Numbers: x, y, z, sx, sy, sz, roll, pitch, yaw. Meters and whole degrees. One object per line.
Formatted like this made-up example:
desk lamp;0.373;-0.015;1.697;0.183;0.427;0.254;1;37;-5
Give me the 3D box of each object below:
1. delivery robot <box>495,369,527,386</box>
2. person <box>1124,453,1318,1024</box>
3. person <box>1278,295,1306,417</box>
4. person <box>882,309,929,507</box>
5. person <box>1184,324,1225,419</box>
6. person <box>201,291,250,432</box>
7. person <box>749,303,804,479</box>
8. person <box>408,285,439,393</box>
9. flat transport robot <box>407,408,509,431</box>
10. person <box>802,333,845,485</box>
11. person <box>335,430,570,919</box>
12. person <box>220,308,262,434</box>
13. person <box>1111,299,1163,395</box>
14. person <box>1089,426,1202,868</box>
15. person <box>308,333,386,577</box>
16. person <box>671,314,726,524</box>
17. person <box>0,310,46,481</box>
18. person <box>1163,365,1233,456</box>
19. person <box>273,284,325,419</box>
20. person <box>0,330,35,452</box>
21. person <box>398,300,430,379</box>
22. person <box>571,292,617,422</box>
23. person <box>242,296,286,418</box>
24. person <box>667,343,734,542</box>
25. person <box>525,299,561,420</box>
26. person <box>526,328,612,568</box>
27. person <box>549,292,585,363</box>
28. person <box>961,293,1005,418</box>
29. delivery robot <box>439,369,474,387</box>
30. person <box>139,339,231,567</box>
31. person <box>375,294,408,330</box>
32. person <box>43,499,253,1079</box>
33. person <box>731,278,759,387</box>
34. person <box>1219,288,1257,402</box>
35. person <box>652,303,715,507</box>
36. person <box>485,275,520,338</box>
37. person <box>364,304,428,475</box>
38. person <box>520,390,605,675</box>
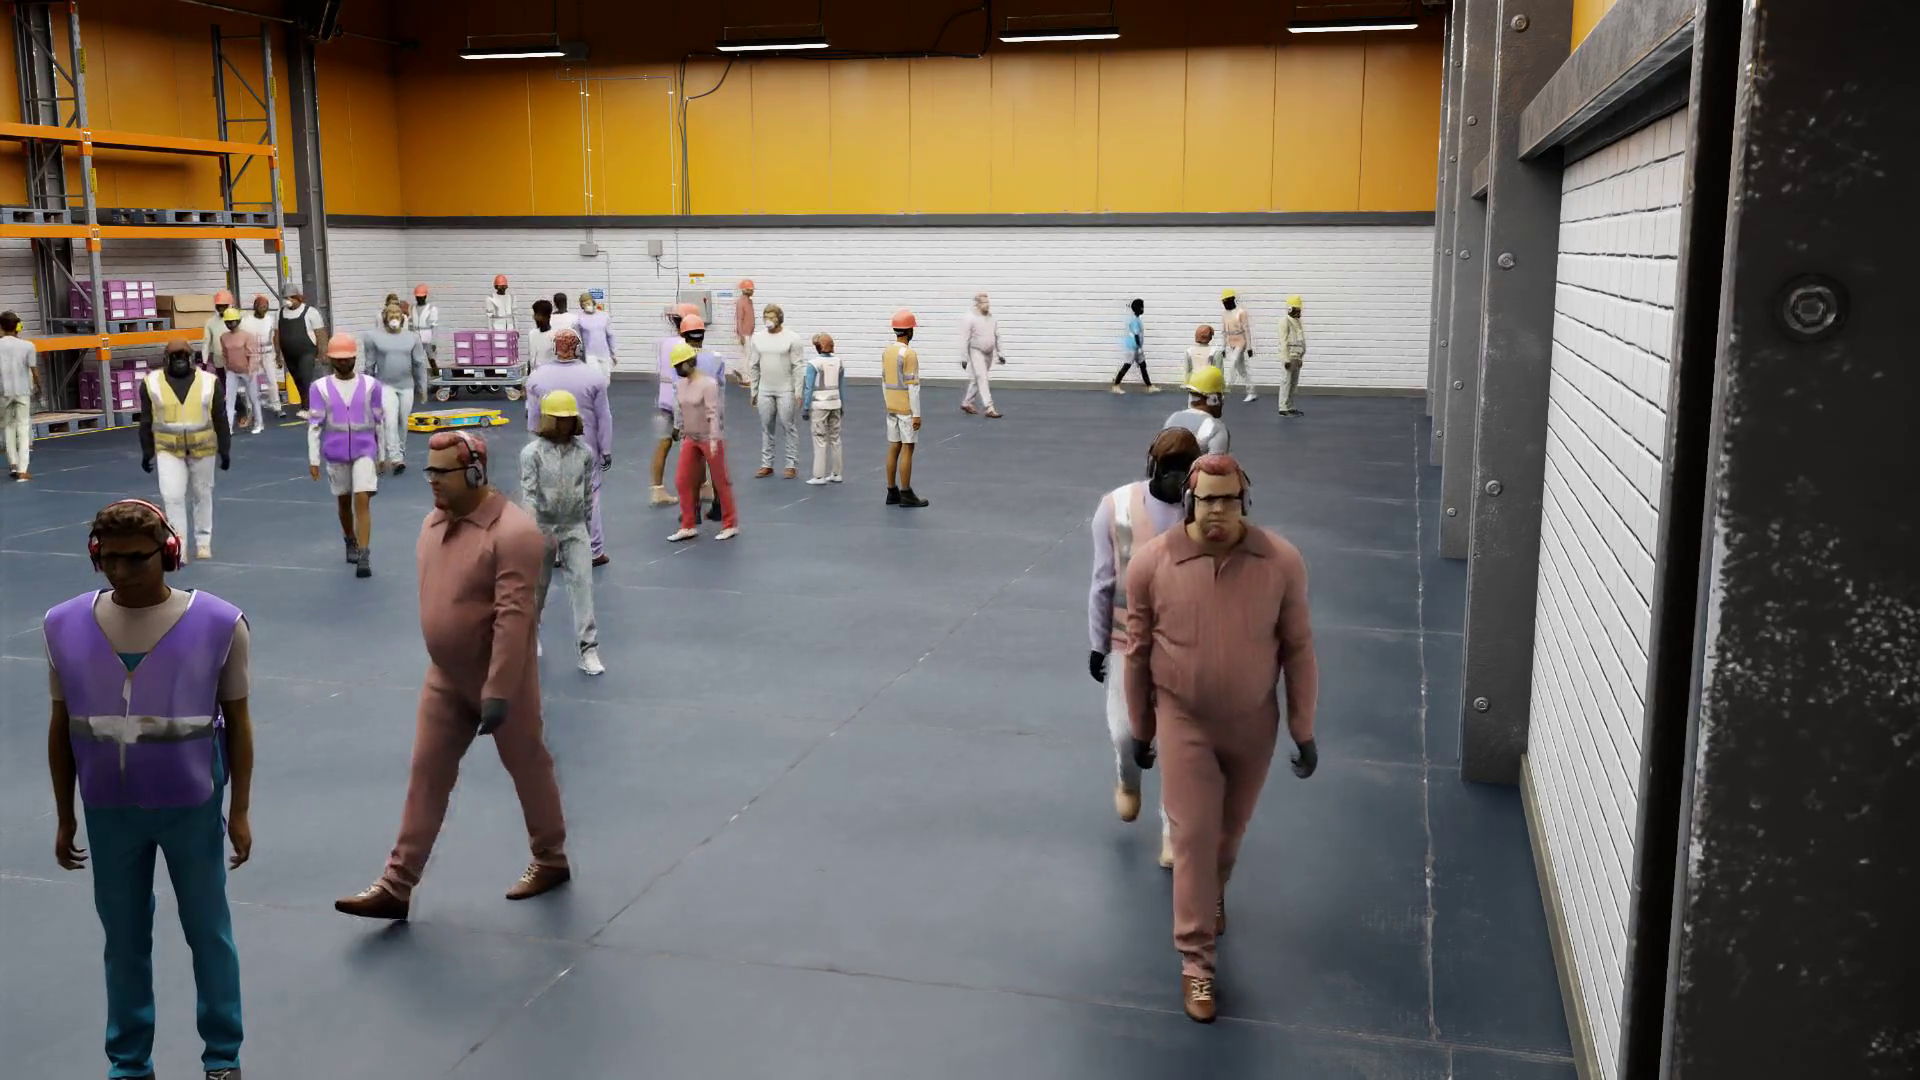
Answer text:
delivery robot;-7.957;-2.900;29.113;0.707;0.478;0.477;-5;11;-26
person;0.902;0.609;5.831;0.653;1.867;0.971;0;10;-2
person;4.983;-2.747;24.951;0.403;1.821;0.623;7;12;34
person;-0.541;-1.291;16.339;0.349;1.940;0.551;-7;12;-33
person;2.870;-1.714;19.592;0.513;1.640;0.307;6;12;32
person;-10.167;-2.493;23.156;0.622;1.951;1.011;1;10;6
person;-2.022;-1.638;18.317;0.635;1.936;0.354;3;10;17
person;-9.272;-3.430;28.613;0.548;1.880;0.998;2;10;10
flat transport robot;-7.149;-1.705;23.411;0.652;0.197;1.431;8;13;39
person;-1.446;-1.405;17.861;0.312;1.633;0.524;9;14;42
person;-1.893;0.530;6.271;0.647;1.862;0.972;6;12;31
person;-9.733;-2.256;22.436;0.534;1.717;0.898;1;10;6
person;3.027;-3.316;28.636;0.890;1.644;0.549;2;10;12
person;0.852;0.424;6.951;0.637;1.828;0.538;1;10;3
person;-4.823;-0.689;13.106;0.566;1.886;1.013;-4;11;-20
person;-2.427;-1.111;15.365;0.542;1.927;0.374;-8;13;-38
person;-10.323;-1.576;18.193;0.570;1.851;0.551;-3;10;-16
person;1.611;-0.245;10.854;0.924;1.781;0.591;-7;12;-34
person;-9.831;-2.792;24.560;0.692;2.000;0.932;1;10;6
person;-11.795;-1.901;20.667;0.497;1.633;0.285;-8;13;-37
person;-9.656;-3.389;29.165;0.512;1.601;0.577;7;12;35
person;-5.394;-2.678;24.343;0.666;1.896;0.820;-8;13;-38
person;-10.443;-2.719;24.842;0.607;1.817;0.884;-7;12;-33
person;-2.257;-0.833;14.360;0.619;1.722;0.699;8;13;37
person;-4.786;-1.826;19.355;0.634;1.947;0.510;6;12;31
person;-3.093;-0.728;13.251;0.655;1.906;0.407;-1;10;-4
person;-5.763;-2.642;24.138;0.625;1.889;0.762;2;10;13
person;0.310;-2.788;25.063;0.977;1.865;0.646;10;14;43
delivery robot;-8.690;-2.872;28.954;0.707;0.478;0.477;-2;10;-9
person;-6.200;-0.694;13.332;0.670;1.803;0.879;-5;11;-25
person;-9.186;-3.090;26.958;0.516;1.803;0.978;-7;12;-33
person;-2.347;0.785;4.872;0.565;1.840;0.390;-2;10;-9
person;-3.881;-3.746;30.135;0.492;1.977;0.650;2;10;11
person;4.496;-3.184;27.277;0.960;1.863;0.600;-4;11;-21
person;-2.735;-1.338;16.476;0.631;1.984;0.942;8;13;39
person;-8.554;-3.949;31.161;0.618;2.028;0.410;-9;13;-41
person;-6.291;-1.678;18.646;0.658;1.894;0.992;-6;11;-29
person;-2.456;-0.073;10.139;0.497;1.700;0.908;-7;12;-34
